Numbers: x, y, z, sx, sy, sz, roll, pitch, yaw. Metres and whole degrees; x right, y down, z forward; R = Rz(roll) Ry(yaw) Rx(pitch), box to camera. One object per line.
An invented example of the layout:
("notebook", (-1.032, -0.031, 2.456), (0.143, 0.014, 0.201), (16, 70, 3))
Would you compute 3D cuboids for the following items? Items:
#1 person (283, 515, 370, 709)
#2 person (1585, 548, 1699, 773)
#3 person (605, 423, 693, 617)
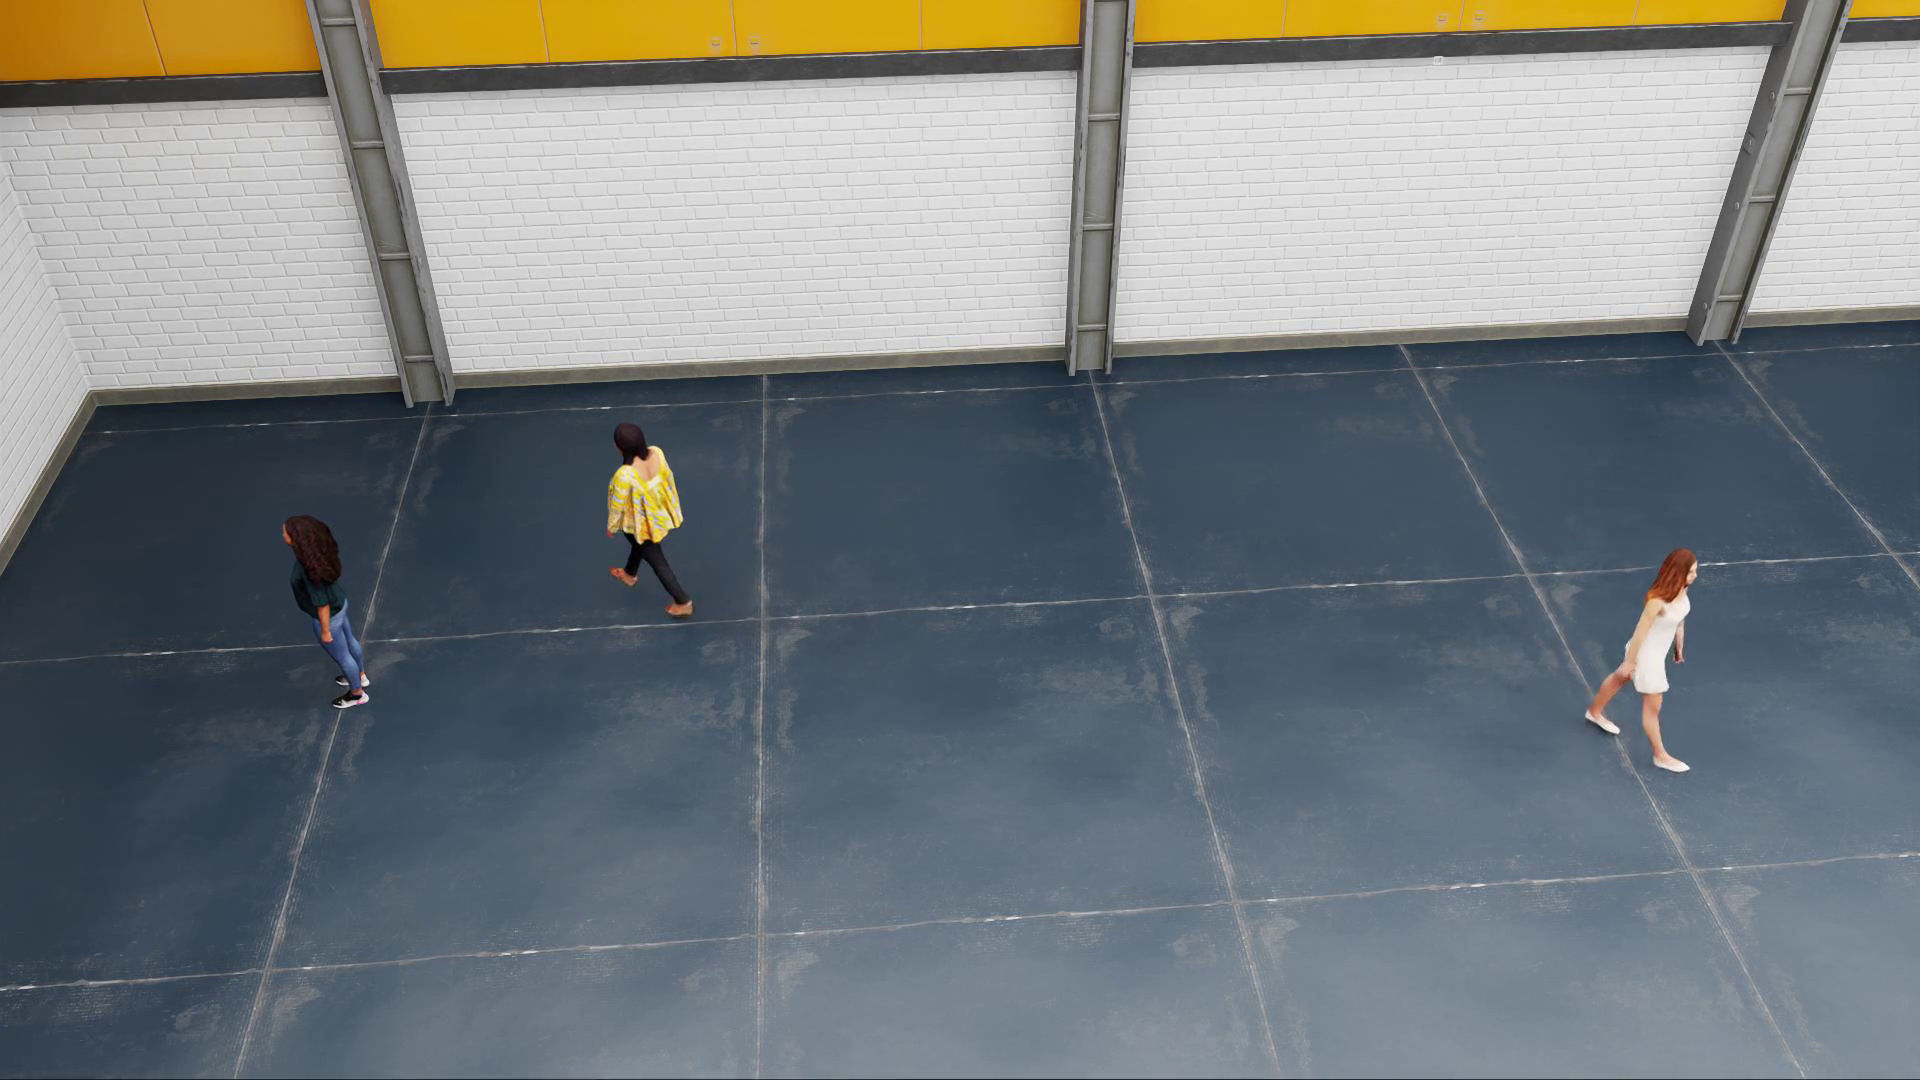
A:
("person", (-4.377, 0.487, 11.533), (0.570, 1.616, 0.583), (-4, 39, -5))
("person", (4.563, 0.700, 11.215), (1.048, 1.681, 1.029), (-29, 47, -32))
("person", (-2.264, -0.099, 12.276), (1.171, 1.605, 0.994), (14, 41, 17))
